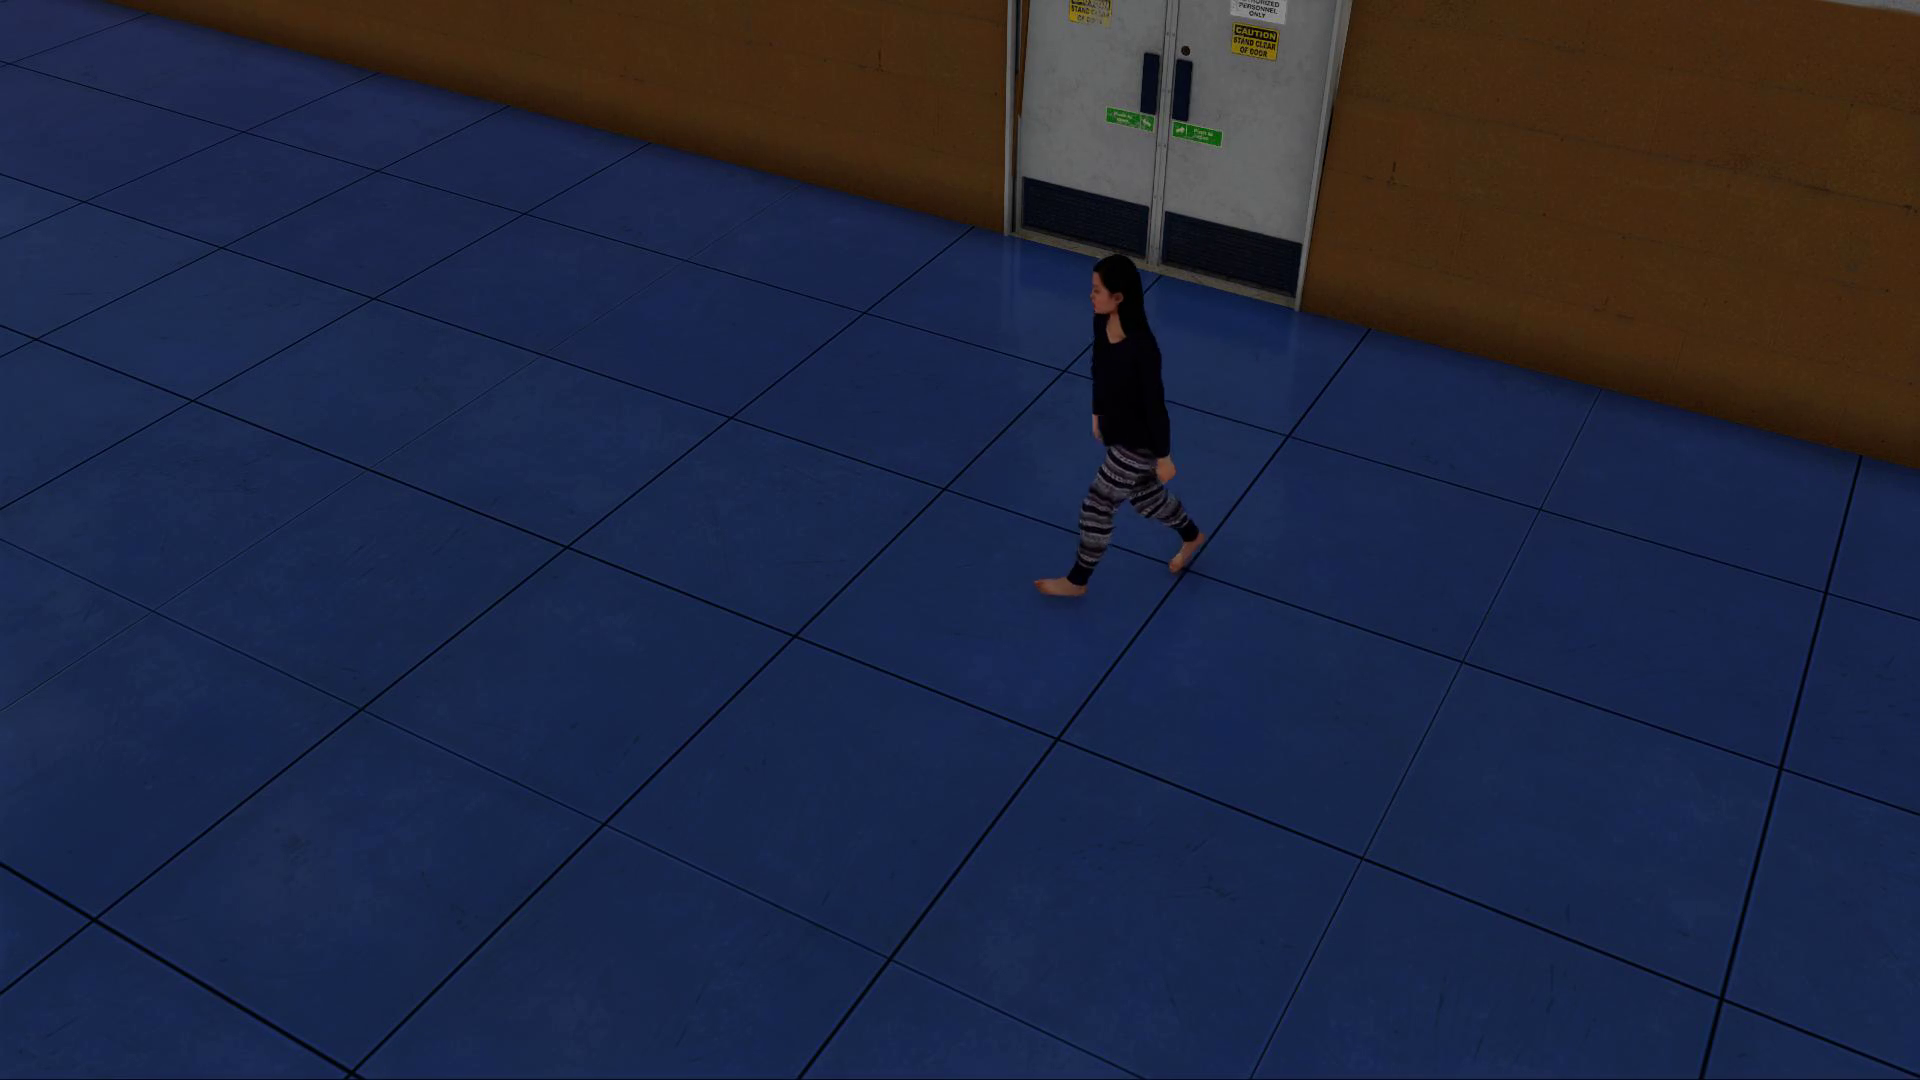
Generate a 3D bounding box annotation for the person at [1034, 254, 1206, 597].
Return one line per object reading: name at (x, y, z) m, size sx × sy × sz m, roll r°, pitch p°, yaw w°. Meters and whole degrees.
person at (0.835, -0.473, 7.321) m, size 1.178 × 1.683 × 1.086 m, roll -15°, pitch 39°, yaw -19°
